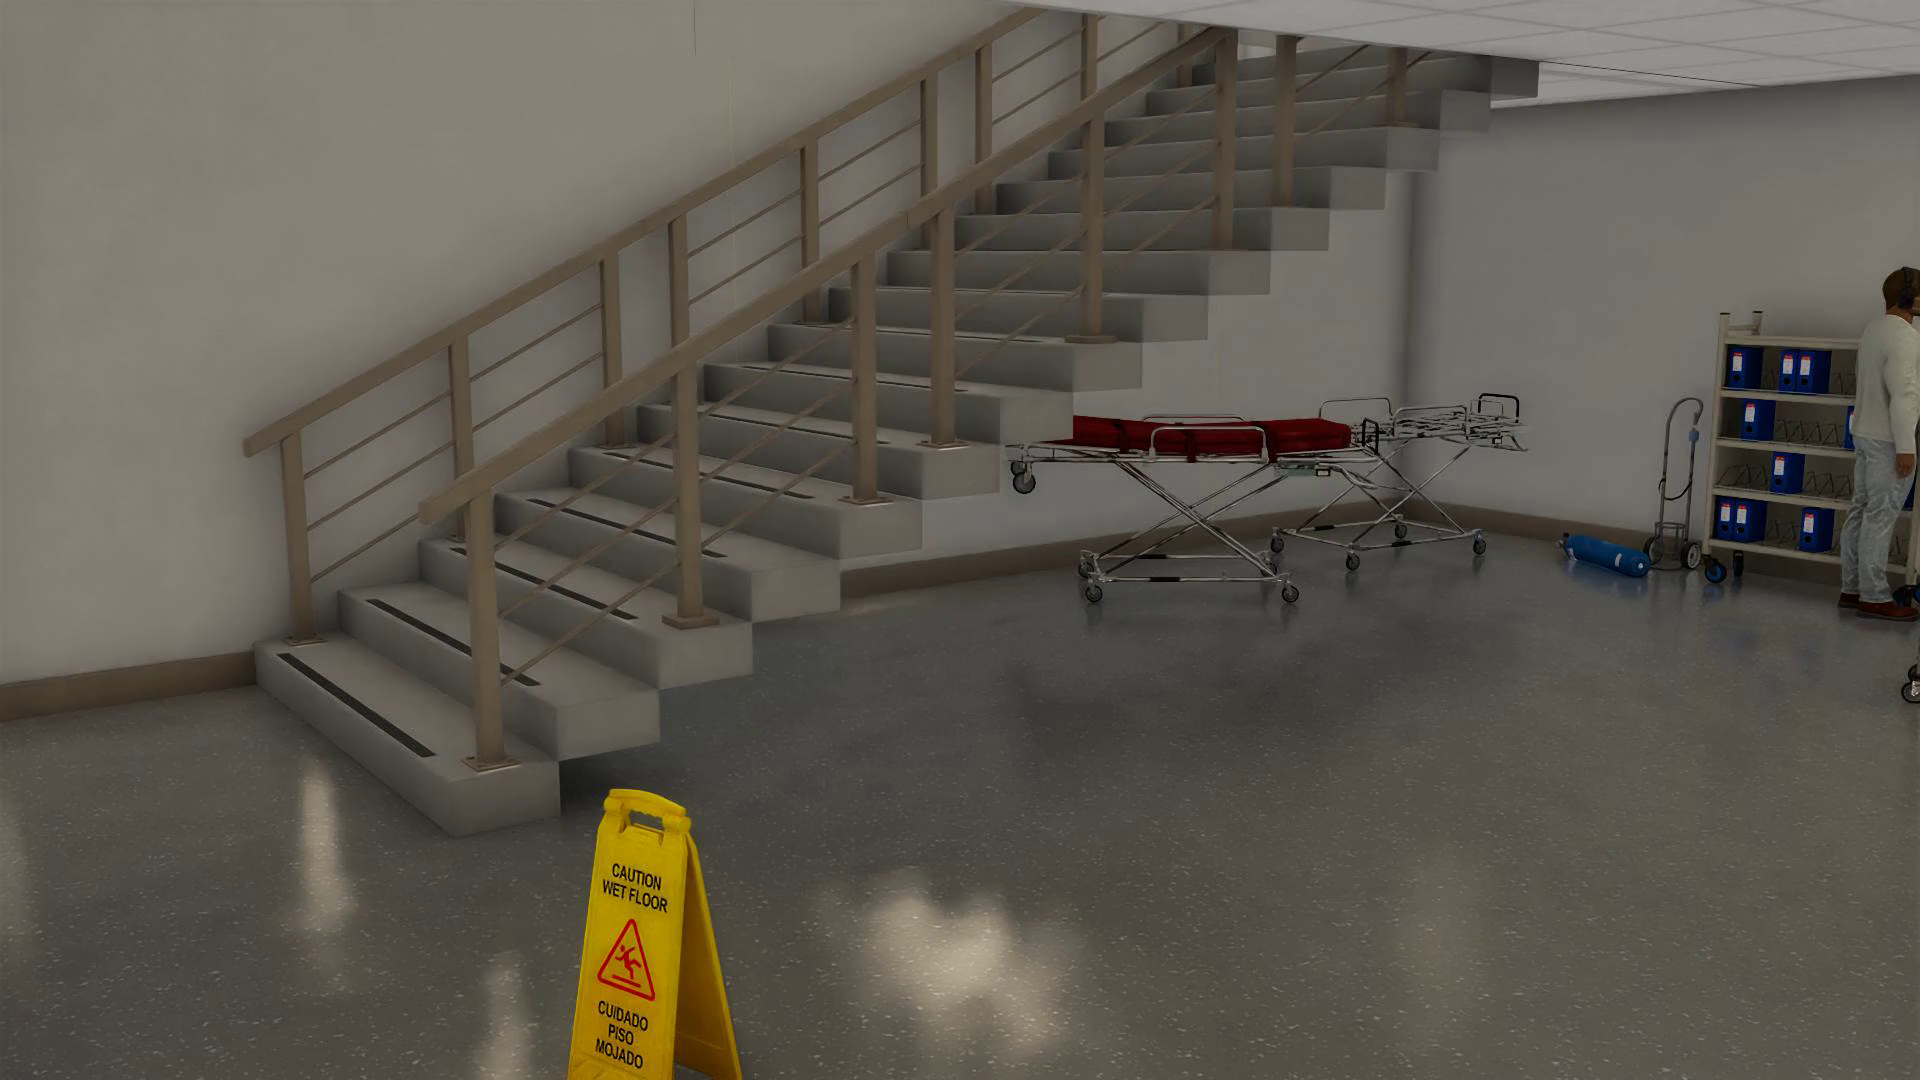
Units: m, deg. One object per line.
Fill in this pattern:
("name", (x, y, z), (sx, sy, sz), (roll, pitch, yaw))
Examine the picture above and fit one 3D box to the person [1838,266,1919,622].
("person", (5.135, -0.533, 9.206), (0.370, 1.940, 0.627), (2, 10, 11))
